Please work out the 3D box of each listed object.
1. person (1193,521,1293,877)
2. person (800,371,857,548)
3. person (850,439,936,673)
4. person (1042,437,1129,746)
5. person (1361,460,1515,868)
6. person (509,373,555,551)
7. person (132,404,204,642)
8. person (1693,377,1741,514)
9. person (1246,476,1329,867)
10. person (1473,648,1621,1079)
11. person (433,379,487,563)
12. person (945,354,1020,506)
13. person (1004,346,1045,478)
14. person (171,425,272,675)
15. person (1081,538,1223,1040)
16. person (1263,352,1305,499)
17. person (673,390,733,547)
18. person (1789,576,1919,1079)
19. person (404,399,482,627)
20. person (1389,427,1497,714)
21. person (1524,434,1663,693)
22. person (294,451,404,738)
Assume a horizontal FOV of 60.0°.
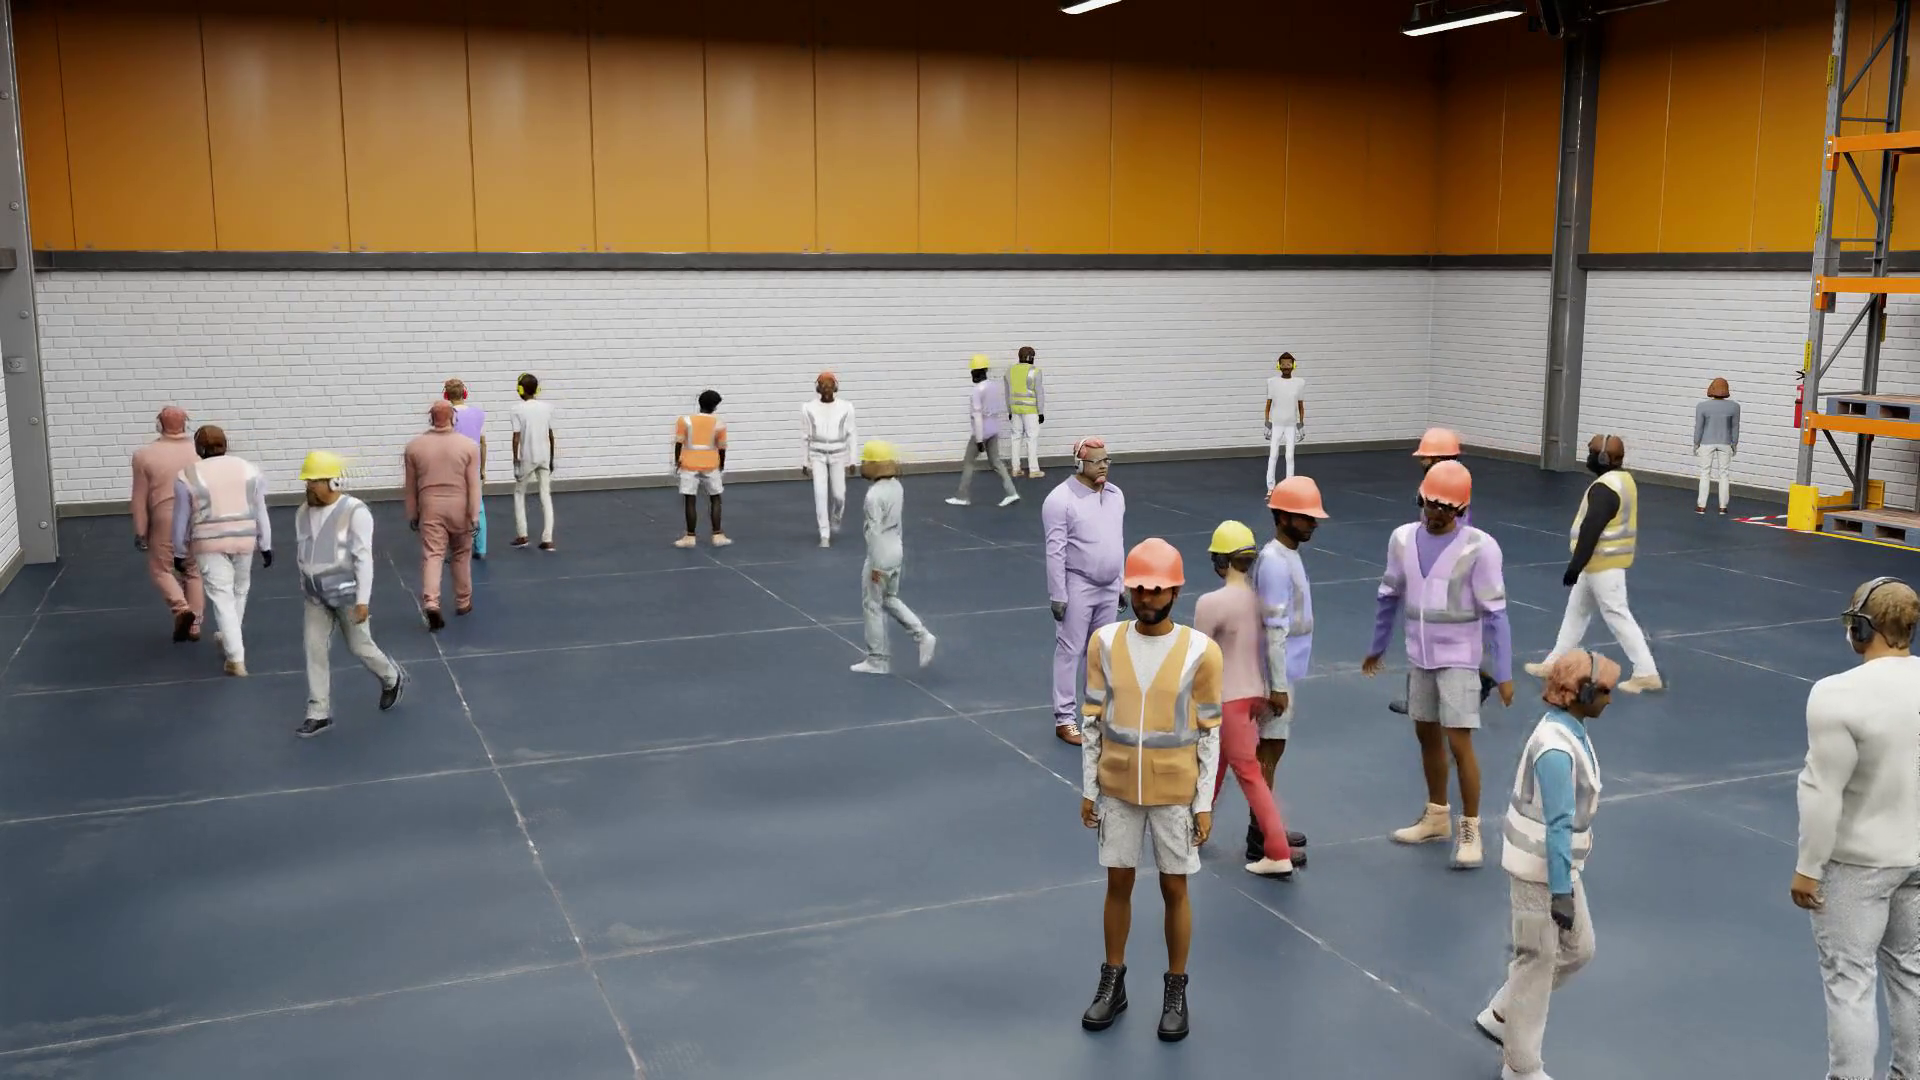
[{"bbox_3d":[1.328,0.762,8.197,0.523,1.715,0.912,-9,13,-44],"label":"person"},{"bbox_3d":[-1.392,-0.868,17.650,0.586,1.868,0.582,-1,9,-4],"label":"person"},{"bbox_3d":[-0.503,0.128,12.010,0.555,1.726,0.498,4,10,25],"label":"person"},{"bbox_3d":[0.814,0.309,10.380,0.641,1.908,0.407,-8,12,-41],"label":"person"},{"bbox_3d":[2.376,0.592,8.323,0.455,2.019,0.842,-7,11,-35],"label":"person"},{"bbox_3d":[-4.472,-0.816,17.400,0.540,1.846,0.695,-7,12,-37],"label":"person"},{"bbox_3d":[-6.083,-0.111,12.971,0.659,1.886,0.544,-9,13,-43],"label":"person"},{"bbox_3d":[9.023,-1.121,19.859,0.503,1.636,0.280,2,10,15],"label":"person"},{"bbox_3d":[1.621,0.639,8.286,0.374,1.934,0.549,2,10,14],"label":"person"},{"bbox_3d":[2.116,1.178,5.935,0.353,1.622,0.554,5,10,26],"label":"person"},{"bbox_3d":[-4.967,-0.681,16.581,0.392,1.839,0.563,9,13,44],"label":"person"},{"bbox_3d":[0.298,-1.343,20.454,0.938,1.889,0.597,6,11,33],"label":"person"},{"bbox_3d":[0.928,-1.792,23.323,0.619,1.838,0.430,7,11,34],"label":"person"},{"bbox_3d":[-5.479,0.053,12.242,0.642,1.798,0.925,-9,13,-44],"label":"person"},{"bbox_3d":[0.723,0.949,6.391,0.545,1.942,0.350,3,10,19],"label":"person"},{"bbox_3d":[4.115,-1.441,21.085,0.521,1.874,0.328,1,9,7],"label":"person"},{"bbox_3d":[-2.750,-0.743,17.491,0.624,1.663,0.318,-2,10,-14],"label":"person"},{"bbox_3d":[3.115,1.082,5.664,0.644,1.927,0.390,-4,10,-21],"label":"person"},{"bbox_3d":[-4.286,-0.231,13.800,0.644,1.869,0.953,-1,9,-6],"label":"person"},{"bbox_3d":[3.163,0.228,10.818,0.599,1.923,0.559,5,11,29],"label":"person"},{"bbox_3d":[4.507,0.160,11.631,0.949,1.804,0.630,5,11,28],"label":"person"},{"bbox_3d":[-3.956,0.309,10.670,0.589,1.808,0.798,3,10,18],"label":"person"}]
